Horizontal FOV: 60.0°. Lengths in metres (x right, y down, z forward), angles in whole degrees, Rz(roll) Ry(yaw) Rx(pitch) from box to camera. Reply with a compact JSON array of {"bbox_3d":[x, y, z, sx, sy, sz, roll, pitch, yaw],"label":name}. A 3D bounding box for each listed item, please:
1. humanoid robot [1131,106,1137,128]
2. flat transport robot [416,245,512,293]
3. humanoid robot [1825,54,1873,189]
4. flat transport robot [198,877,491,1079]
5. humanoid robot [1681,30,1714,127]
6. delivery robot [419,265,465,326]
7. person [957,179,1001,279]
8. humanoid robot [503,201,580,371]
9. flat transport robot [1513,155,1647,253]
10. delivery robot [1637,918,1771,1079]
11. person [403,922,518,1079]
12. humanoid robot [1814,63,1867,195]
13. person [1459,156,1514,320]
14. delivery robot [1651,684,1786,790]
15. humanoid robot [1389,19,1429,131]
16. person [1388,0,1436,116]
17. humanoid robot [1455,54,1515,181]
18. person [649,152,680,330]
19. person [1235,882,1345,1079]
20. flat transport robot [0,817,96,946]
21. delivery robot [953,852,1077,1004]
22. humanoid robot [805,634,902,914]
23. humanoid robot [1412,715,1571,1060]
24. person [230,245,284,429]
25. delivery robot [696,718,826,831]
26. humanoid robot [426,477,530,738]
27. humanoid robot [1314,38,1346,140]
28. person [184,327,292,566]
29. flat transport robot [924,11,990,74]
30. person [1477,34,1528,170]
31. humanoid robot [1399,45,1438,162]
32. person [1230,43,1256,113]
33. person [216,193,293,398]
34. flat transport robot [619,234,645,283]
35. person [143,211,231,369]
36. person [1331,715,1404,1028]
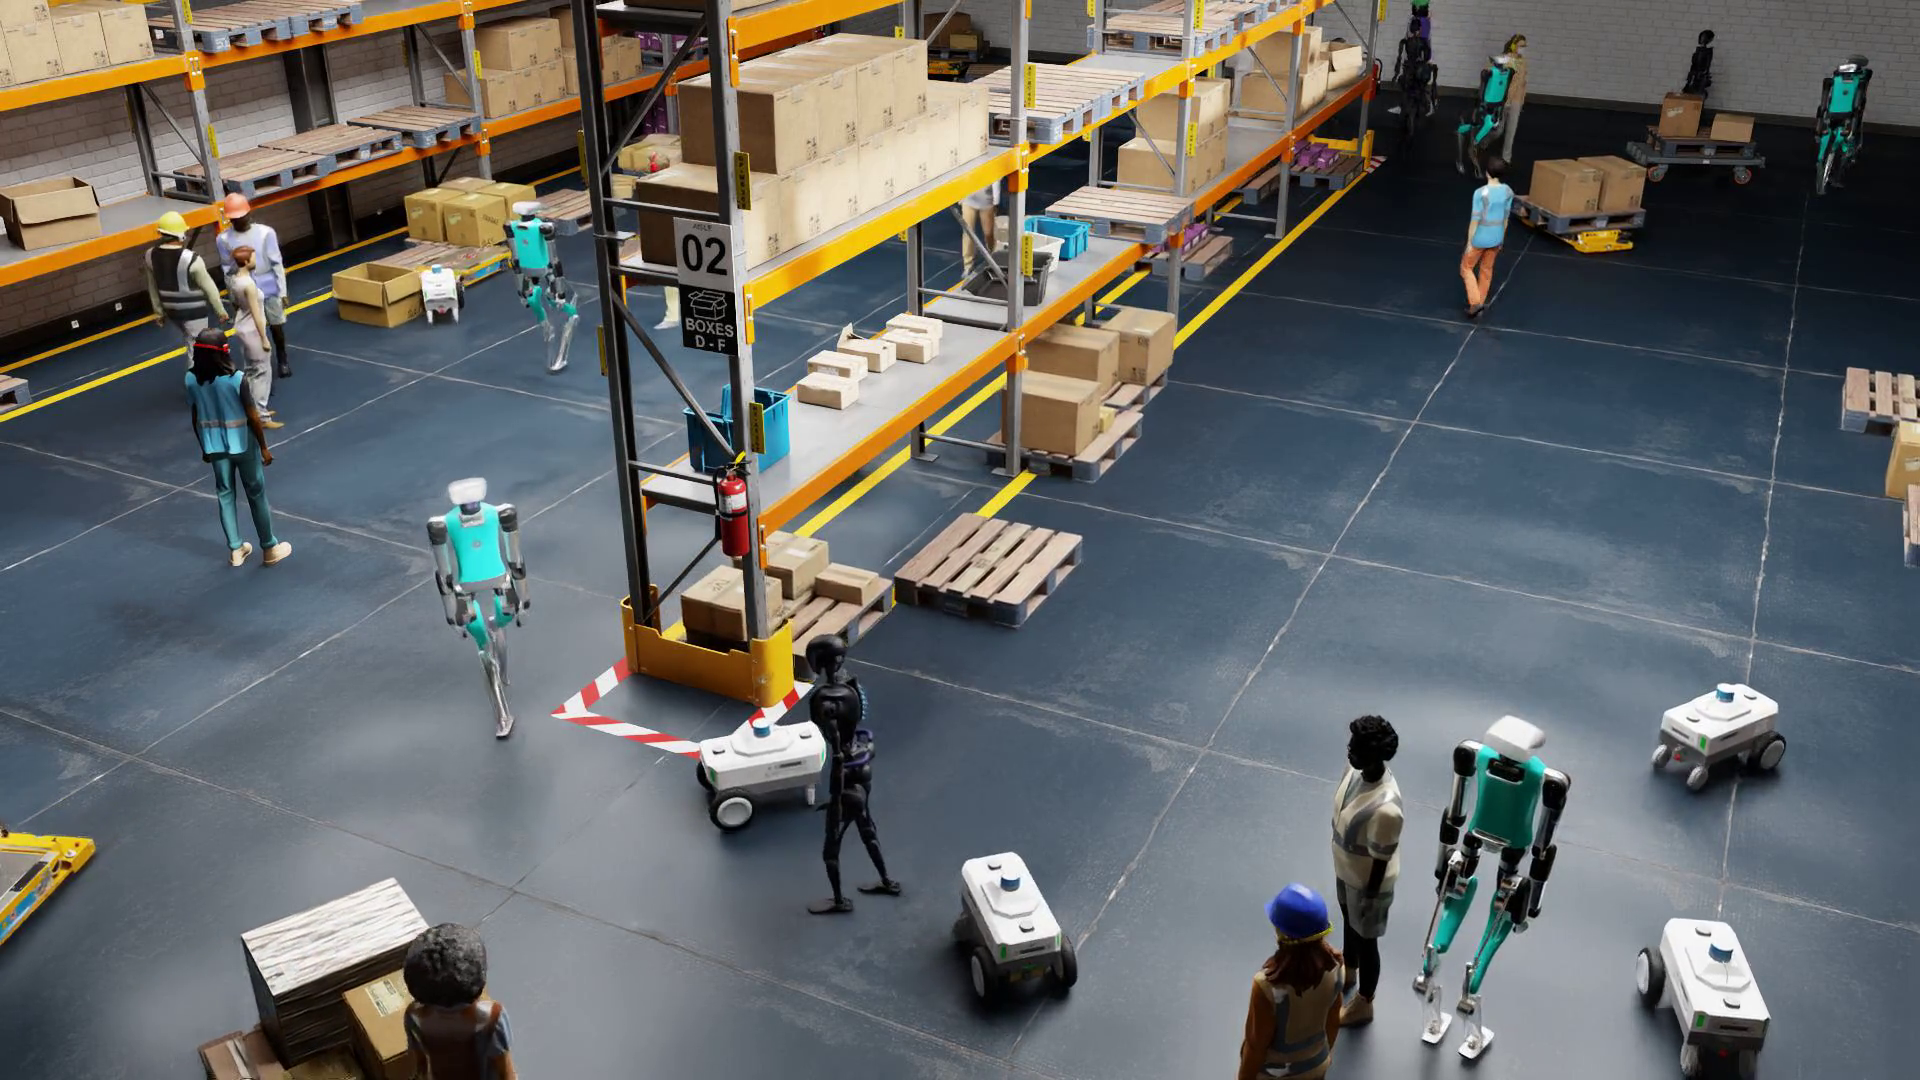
[{"bbox_3d":[2.722,-5.786,22.920,0.821,1.877,0.550,-20,32,-34],"label":"humanoid robot"},{"bbox_3d":[-5.683,-3.131,19.103,0.659,0.231,1.431,10,28,19],"label":"flat transport robot"},{"bbox_3d":[12.021,-5.585,22.419,0.541,1.801,0.784,-4,27,-8],"label":"humanoid robot"},{"bbox_3d":[-2.709,2.654,7.416,1.431,0.231,0.659,-18,32,-32],"label":"flat transport robot"},{"bbox_3d":[11.018,-6.817,24.990,0.737,1.628,0.601,0,26,0],"label":"humanoid robot"},{"bbox_3d":[-5.568,-2.650,17.800,0.499,0.587,0.777,-8,27,-16],"label":"delivery robot"},{"bbox_3d":[0.213,-3.914,19.041,0.564,1.724,0.751,6,27,13],"label":"person"},{"bbox_3d":[-3.947,-2.392,16.084,0.545,1.899,0.713,9,28,17],"label":"humanoid robot"},{"bbox_3d":[7.609,-3.845,20.544,0.659,0.231,1.431,-6,27,-12],"label":"flat transport robot"},{"bbox_3d":[3.631,2.174,8.043,0.499,0.575,0.759,4,27,7],"label":"delivery robot"},{"bbox_3d":[-1.956,2.220,6.739,0.455,1.638,0.864,0,26,0],"label":"person"},{"bbox_3d":[11.634,-5.486,22.196,0.556,1.772,0.856,5,27,9],"label":"humanoid robot"},{"bbox_3d":[5.532,-3.157,17.480,0.501,1.752,0.441,-5,27,-11],"label":"person"},{"bbox_3d":[4.614,1.138,10.118,0.734,0.560,0.499,-14,30,-26],"label":"delivery robot"},{"bbox_3d":[6.953,-7.198,25.735,0.603,1.646,0.429,-9,28,-18],"label":"humanoid robot"},{"bbox_3d":[7.293,-7.711,26.506,0.749,1.909,0.544,16,31,30],"label":"person"},{"bbox_3d":[7.147,-5.893,23.068,0.555,1.754,0.949,-12,29,-23],"label":"humanoid robot"},{"bbox_3d":[-2.966,-3.129,17.363,0.588,1.822,0.689,-7,27,-14],"label":"person"},{"bbox_3d":[1.313,2.137,6.759,0.480,1.777,0.308,-12,29,-23],"label":"person"},{"bbox_3d":[-5.290,1.982,8.775,0.659,0.231,1.431,3,26,6],"label":"flat transport robot"},{"bbox_3d":[0.265,1.969,8.494,0.499,0.610,0.781,-8,27,-15],"label":"delivery robot"},{"bbox_3d":[-0.575,1.226,8.734,0.501,1.628,0.610,1,26,2],"label":"humanoid robot"},{"bbox_3d":[2.365,1.672,7.665,0.530,1.726,0.691,19,32,34],"label":"humanoid robot"},{"bbox_3d":[-6.326,-1.818,14.894,0.320,1.650,0.467,-21,33,-35],"label":"person"},{"bbox_3d":[-1.189,1.335,9.779,0.784,0.612,0.518,-8,28,-16],"label":"delivery robot"},{"bbox_3d":[-3.016,0.318,10.506,0.543,1.794,0.942,-9,28,-17],"label":"humanoid robot"},{"bbox_3d":[5.533,-6.567,24.510,0.787,1.631,0.601,9,28,18],"label":"humanoid robot"},{"bbox_3d":[-5.392,-0.673,12.339,0.526,1.866,0.389,1,26,1],"label":"person"},{"bbox_3d":[-0.167,-8.746,30.444,0.659,0.231,1.431,7,27,13],"label":"flat transport robot"},{"bbox_3d":[7.731,-6.204,23.510,0.575,1.861,0.612,-11,28,-21],"label":"person"},{"bbox_3d":[6.569,-6.248,23.818,0.596,1.646,0.348,-10,28,-18],"label":"humanoid robot"},{"bbox_3d":[4.286,-6.622,24.359,0.663,1.849,0.933,21,33,36],"label":"person"},{"bbox_3d":[-6.639,-2.356,15.712,0.548,1.901,0.802,-9,28,-17],"label":"person"},{"bbox_3d":[-3.670,-3.275,19.393,0.659,0.231,1.431,-1,26,-2],"label":"flat transport robot"},{"bbox_3d":[-7.073,-2.157,15.395,0.607,1.806,0.705,9,28,17],"label":"person"},{"bbox_3d":[1.928,1.576,7.991,0.320,1.693,0.533,-2,26,-4],"label":"person"}]
